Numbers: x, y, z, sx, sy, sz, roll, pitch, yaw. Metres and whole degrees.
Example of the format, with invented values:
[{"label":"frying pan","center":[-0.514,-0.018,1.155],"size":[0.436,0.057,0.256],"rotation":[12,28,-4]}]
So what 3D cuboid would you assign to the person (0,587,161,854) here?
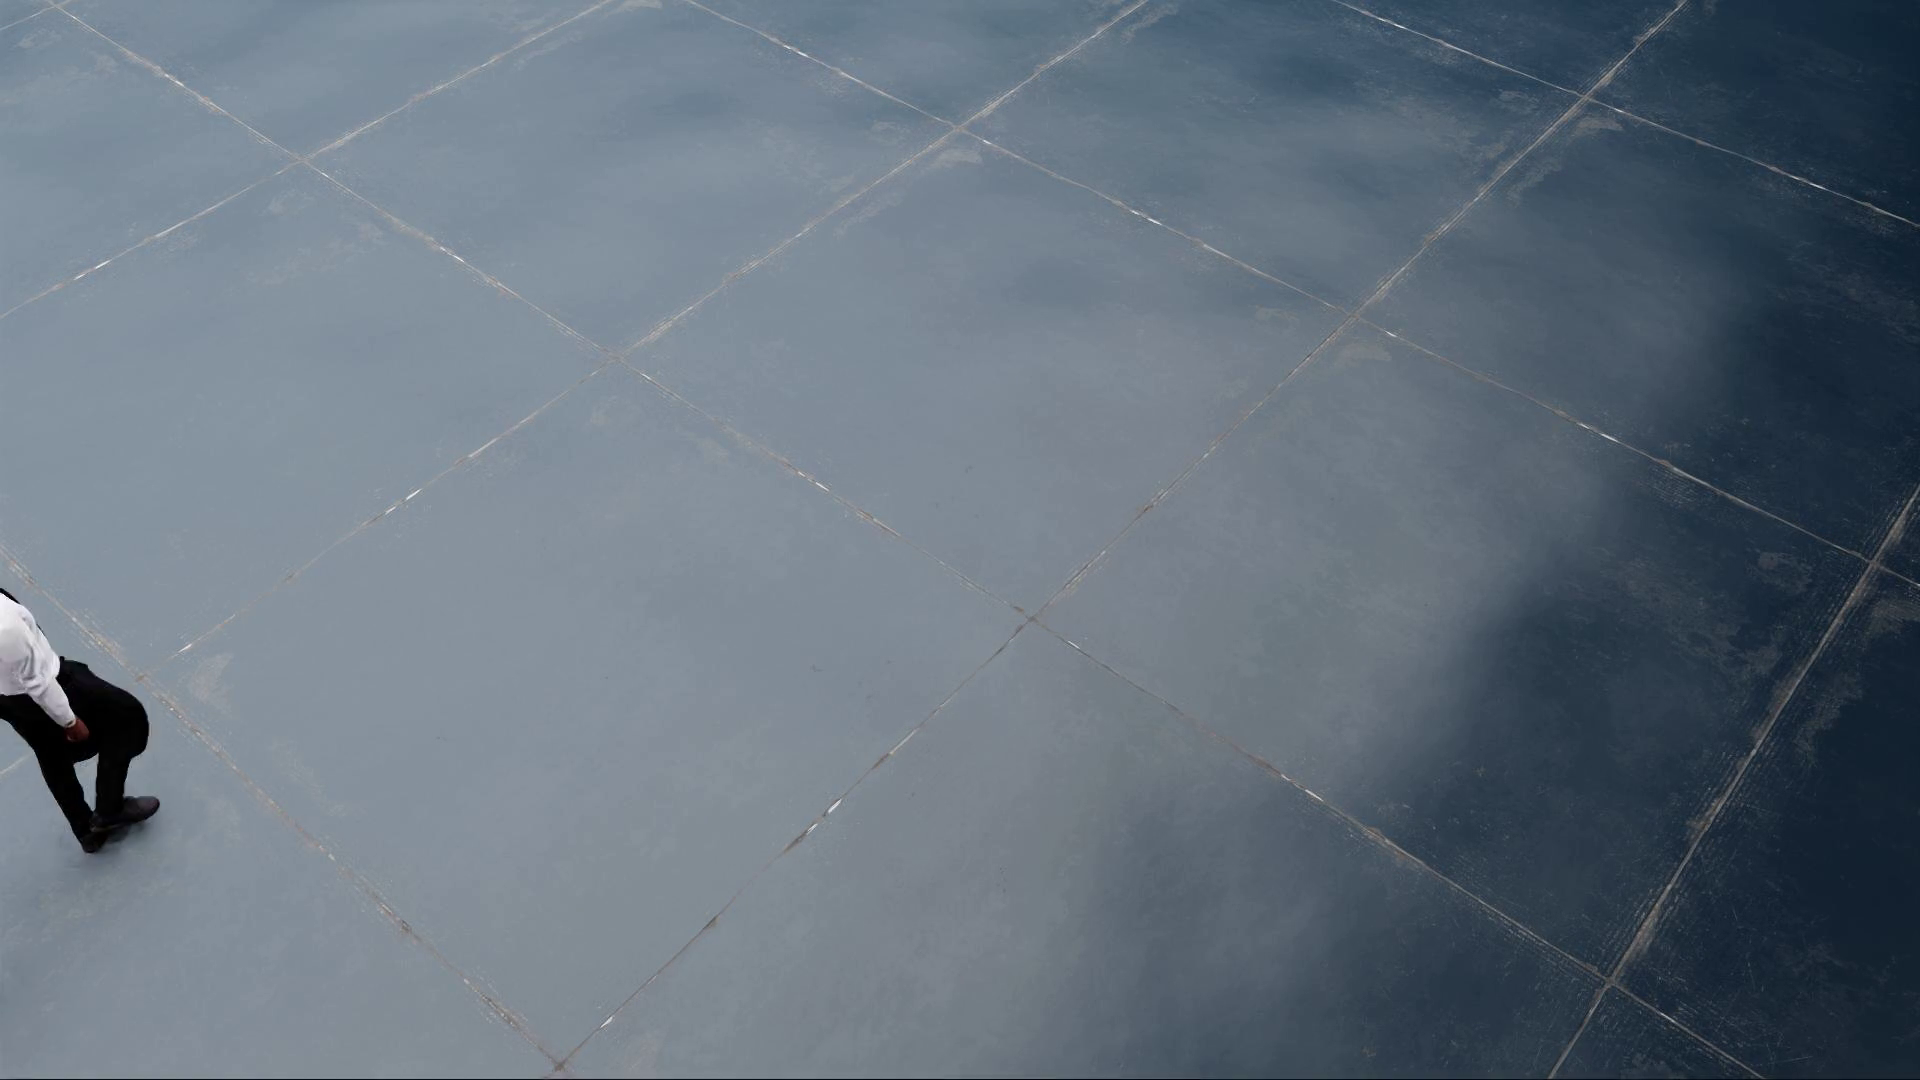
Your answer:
[{"label":"person","center":[-3.729,0.685,6.572],"size":[0.752,1.822,0.767],"rotation":[21,51,18]}]
